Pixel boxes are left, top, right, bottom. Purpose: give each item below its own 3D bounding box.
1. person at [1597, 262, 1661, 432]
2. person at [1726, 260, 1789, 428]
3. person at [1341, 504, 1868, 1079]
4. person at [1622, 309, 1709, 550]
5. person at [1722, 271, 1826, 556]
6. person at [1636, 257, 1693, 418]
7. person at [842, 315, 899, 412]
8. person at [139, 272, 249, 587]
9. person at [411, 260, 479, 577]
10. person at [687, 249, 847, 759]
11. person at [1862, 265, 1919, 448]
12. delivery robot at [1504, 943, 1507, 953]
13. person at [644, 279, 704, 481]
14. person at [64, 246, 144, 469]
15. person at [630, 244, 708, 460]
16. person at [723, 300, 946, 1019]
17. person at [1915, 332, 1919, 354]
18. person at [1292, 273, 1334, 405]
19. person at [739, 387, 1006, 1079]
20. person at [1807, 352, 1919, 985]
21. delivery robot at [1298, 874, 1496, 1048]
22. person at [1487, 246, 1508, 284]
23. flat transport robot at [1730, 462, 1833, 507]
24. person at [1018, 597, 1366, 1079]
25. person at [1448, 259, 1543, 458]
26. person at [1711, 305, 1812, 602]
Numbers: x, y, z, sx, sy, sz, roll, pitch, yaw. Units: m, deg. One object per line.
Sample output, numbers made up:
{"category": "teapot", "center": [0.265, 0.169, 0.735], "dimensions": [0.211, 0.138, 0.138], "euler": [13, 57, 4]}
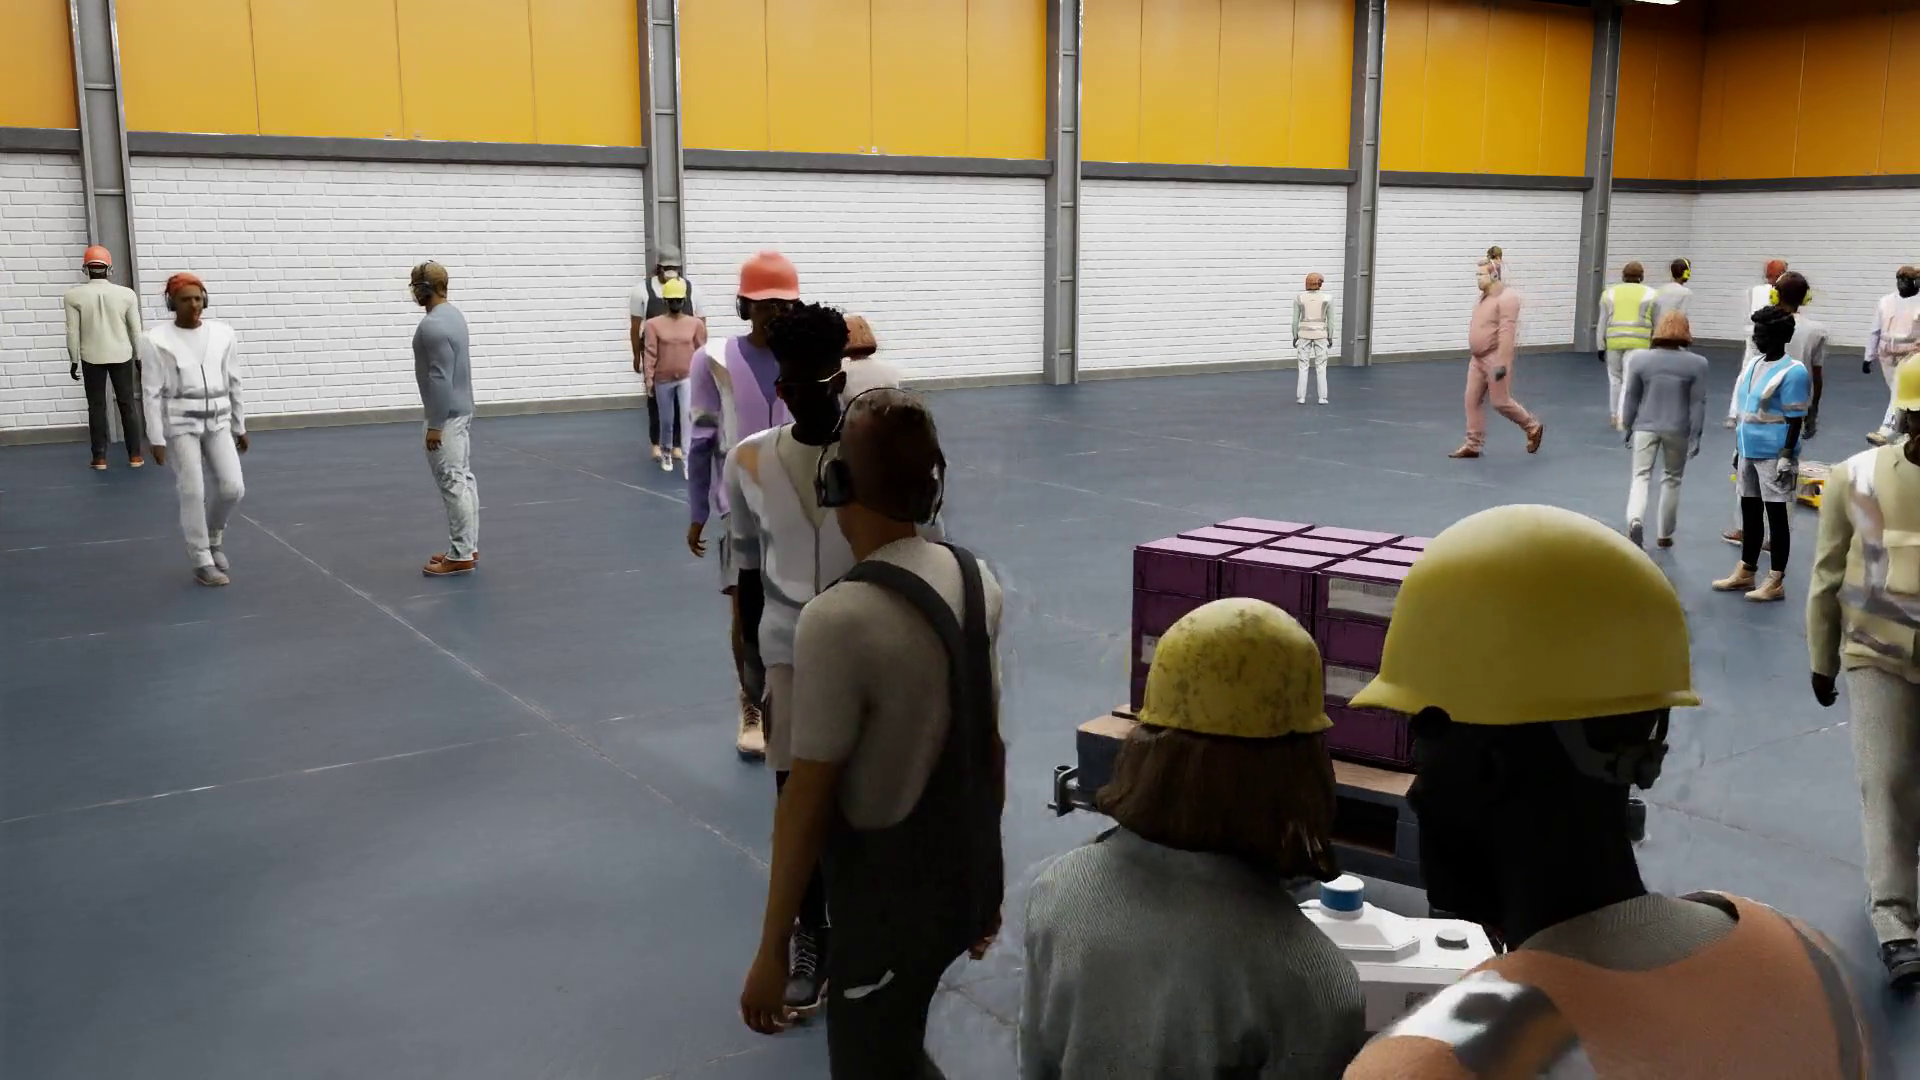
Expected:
{"category": "person", "center": [7.254, -2.095, 18.005], "dimensions": [0.625, 1.798, 0.941], "euler": [7, 13, 35]}
{"category": "person", "center": [8.773, -2.123, 18.107], "dimensions": [1.005, 1.834, 0.594], "euler": [-6, 12, -31]}
{"category": "person", "center": [0.577, 0.926, 1.299], "dimensions": [0.599, 1.871, 0.767], "euler": [-9, 13, -40]}
{"category": "person", "center": [4.600, -0.703, 10.914], "dimensions": [0.509, 1.612, 0.706], "euler": [6, 12, 28]}
{"category": "person", "center": [5.383, -0.841, 11.013], "dimensions": [0.575, 1.843, 0.749], "euler": [1, 10, 6]}
{"category": "person", "center": [7.959, -2.246, 18.714], "dimensions": [0.714, 1.854, 0.527], "euler": [-4, 11, -23]}
{"category": "person", "center": [-0.648, -0.510, 9.801], "dimensions": [0.528, 1.612, 0.629], "euler": [-6, 12, -31]}
{"category": "person", "center": [-4.533, -0.649, 9.884], "dimensions": [0.431, 1.871, 0.615], "euler": [9, 14, 41]}
{"category": "person", "center": [-3.169, -0.743, 10.230], "dimensions": [0.362, 1.936, 0.631], "euler": [-1, 10, -6]}
{"category": "person", "center": [-0.744, -0.121, 6.576], "dimensions": [0.646, 2.025, 0.560], "euler": [-3, 11, -15]}
{"category": "person", "center": [9.195, -1.784, 16.334], "dimensions": [0.963, 1.788, 0.646], "euler": [-6, 12, -29]}
{"category": "delivery robot", "center": [1.602, 1.083, 3.755], "dimensions": [0.707, 0.478, 0.477], "euler": [2, 11, 14]}
{"category": "person", "center": [-2.487, -1.415, 14.515], "dimensions": [0.530, 1.726, 0.910], "euler": [-3, 11, -14]}
{"category": "person", "center": [-7.676, -1.634, 14.954], "dimensions": [0.622, 1.993, 0.382], "euler": [-7, 12, -32]}
{"category": "person", "center": [-2.673, -1.744, 15.433], "dimensions": [0.706, 2.000, 0.661], "euler": [-3, 11, -17]}
{"category": "person", "center": [-0.304, 0.282, 4.678], "dimensions": [0.627, 1.925, 0.861], "euler": [2, 10, 10]}
{"category": "person", "center": [6.909, -1.016, 11.563], "dimensions": [0.383, 1.996, 0.609], "euler": [-6, 12, -31]}
{"category": "person", "center": [4.375, -2.492, 20.641], "dimensions": [0.515, 1.636, 0.315], "euler": [3, 11, 16]}
{"category": "person", "center": [-0.099, 0.653, 2.897], "dimensions": [0.439, 1.821, 0.542], "euler": [5, 11, 26]}
{"category": "person", "center": [2.757, 0.337, 4.748], "dimensions": [0.585, 1.782, 0.934], "euler": [3, 11, 18]}
{"category": "delivery robot", "center": [0.902, 1.043, 3.972], "dimensions": [0.707, 0.478, 0.477], "euler": [1, 10, 6]}
{"category": "person", "center": [8.500, -3.695, 26.427], "dimensions": [0.371, 1.934, 0.627], "euler": [5, 12, 27]}
{"category": "flat transport robot", "center": [6.817, -0.454, 13.215], "dimensions": [0.652, 0.197, 1.431], "euler": [-1, 10, -5]}
{"category": "person", "center": [0.162, 0.918, 1.840], "dimensions": [0.897, 1.682, 0.515], "euler": [-10, 14, -42]}
{"category": "person", "center": [5.061, -1.695, 15.622], "dimensions": [0.804, 1.875, 0.649], "euler": [-3, 11, -14]}
{"category": "person", "center": [4.614, -0.493, 9.532], "dimensions": [0.319, 1.693, 0.532], "euler": [-1, 10, -8]}
